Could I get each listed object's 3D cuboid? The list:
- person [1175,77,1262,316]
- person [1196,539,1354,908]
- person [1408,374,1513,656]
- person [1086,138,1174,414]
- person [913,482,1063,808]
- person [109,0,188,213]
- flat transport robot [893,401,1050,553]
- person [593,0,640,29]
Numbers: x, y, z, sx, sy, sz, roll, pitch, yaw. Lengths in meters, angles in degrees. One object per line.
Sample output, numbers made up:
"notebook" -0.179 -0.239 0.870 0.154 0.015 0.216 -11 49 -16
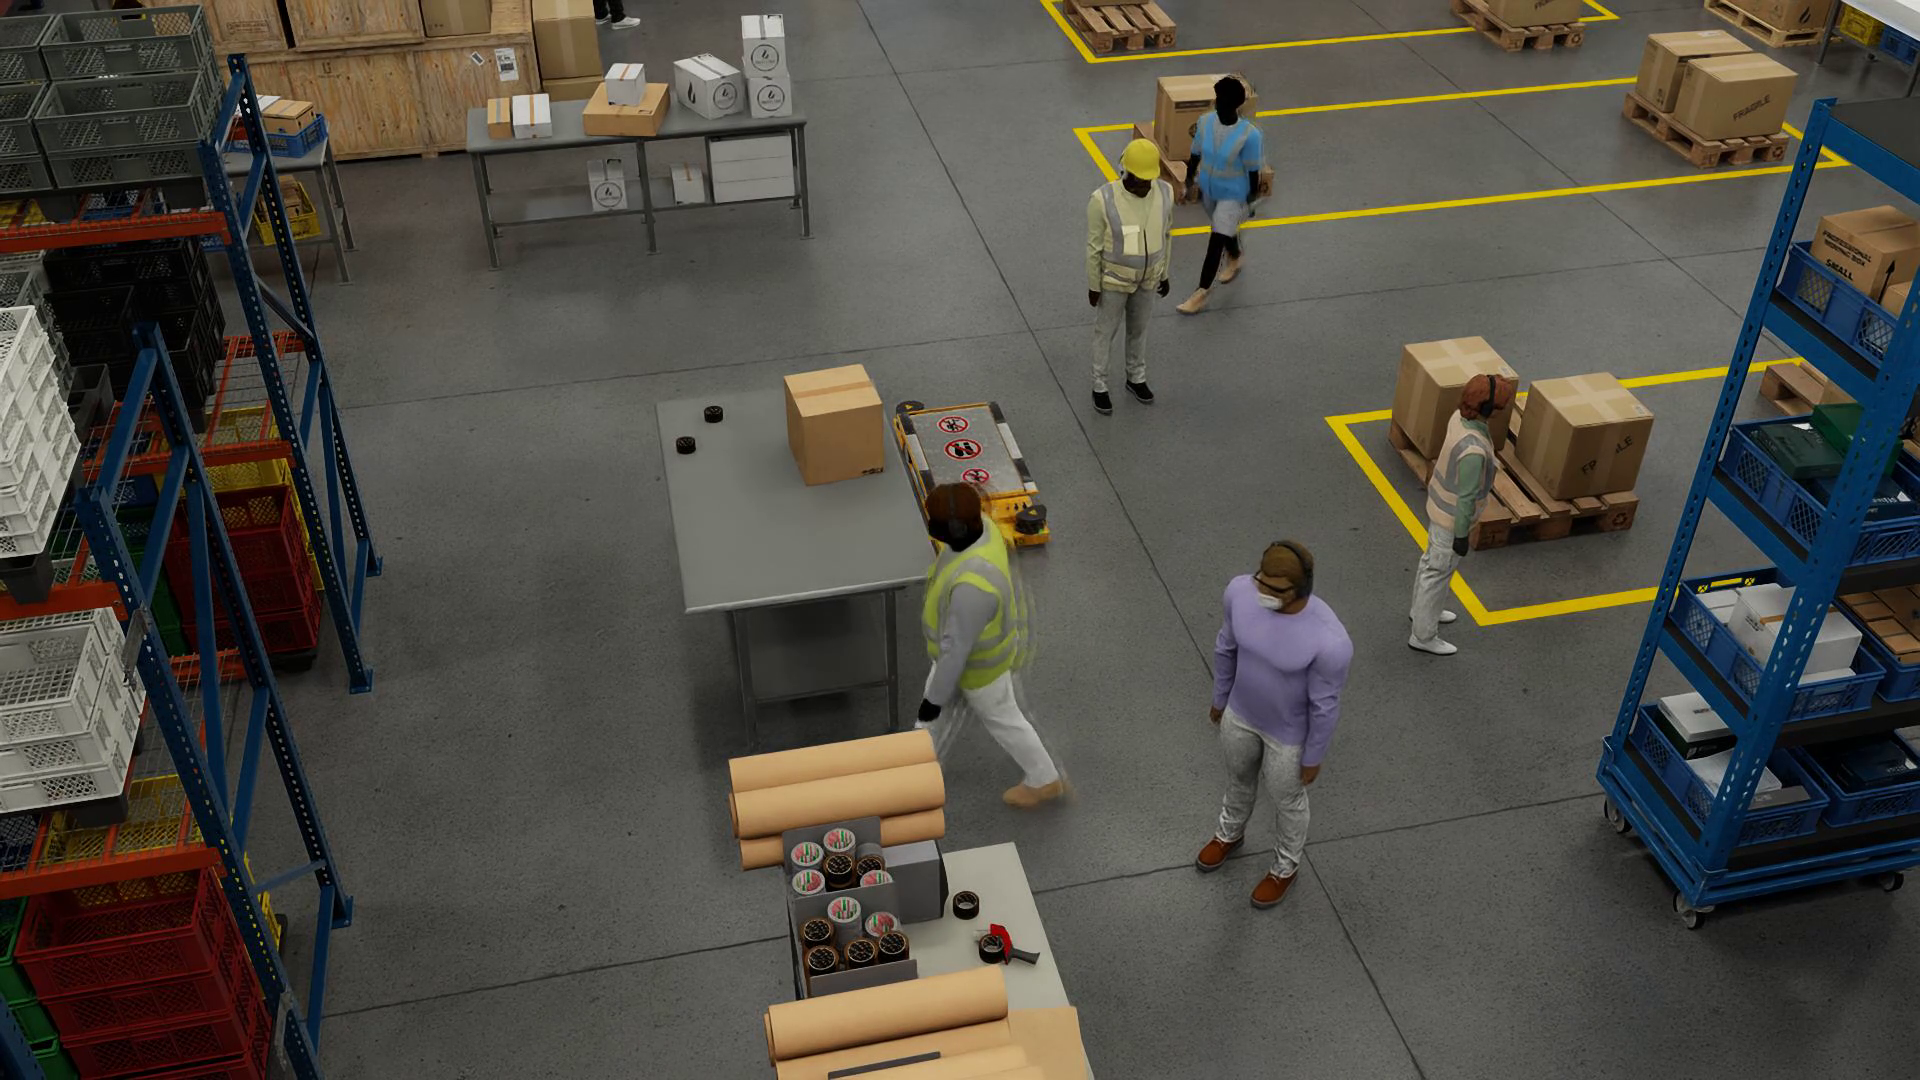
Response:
"person" 1.840 -2.464 11.695 0.897 1.648 0.548 -29 45 -33
"person" 1.329 0.772 7.119 0.371 1.931 0.625 -29 46 -33
"person" 2.554 -0.139 8.586 0.313 1.634 0.514 6 37 8
"person" 1.070 -1.665 10.474 0.587 1.828 0.404 -14 39 -18
"person" 0.058 0.521 7.577 0.937 1.796 0.649 -3 37 -4
"person" -5.981 -3.151 12.442 0.538 1.862 0.313 -17 40 -21
"flat transport robot" 0.046 -0.430 10.108 0.652 0.197 1.431 -8 37 -10
"person" -3.504 -5.963 16.178 0.587 1.917 0.394 28 45 32
